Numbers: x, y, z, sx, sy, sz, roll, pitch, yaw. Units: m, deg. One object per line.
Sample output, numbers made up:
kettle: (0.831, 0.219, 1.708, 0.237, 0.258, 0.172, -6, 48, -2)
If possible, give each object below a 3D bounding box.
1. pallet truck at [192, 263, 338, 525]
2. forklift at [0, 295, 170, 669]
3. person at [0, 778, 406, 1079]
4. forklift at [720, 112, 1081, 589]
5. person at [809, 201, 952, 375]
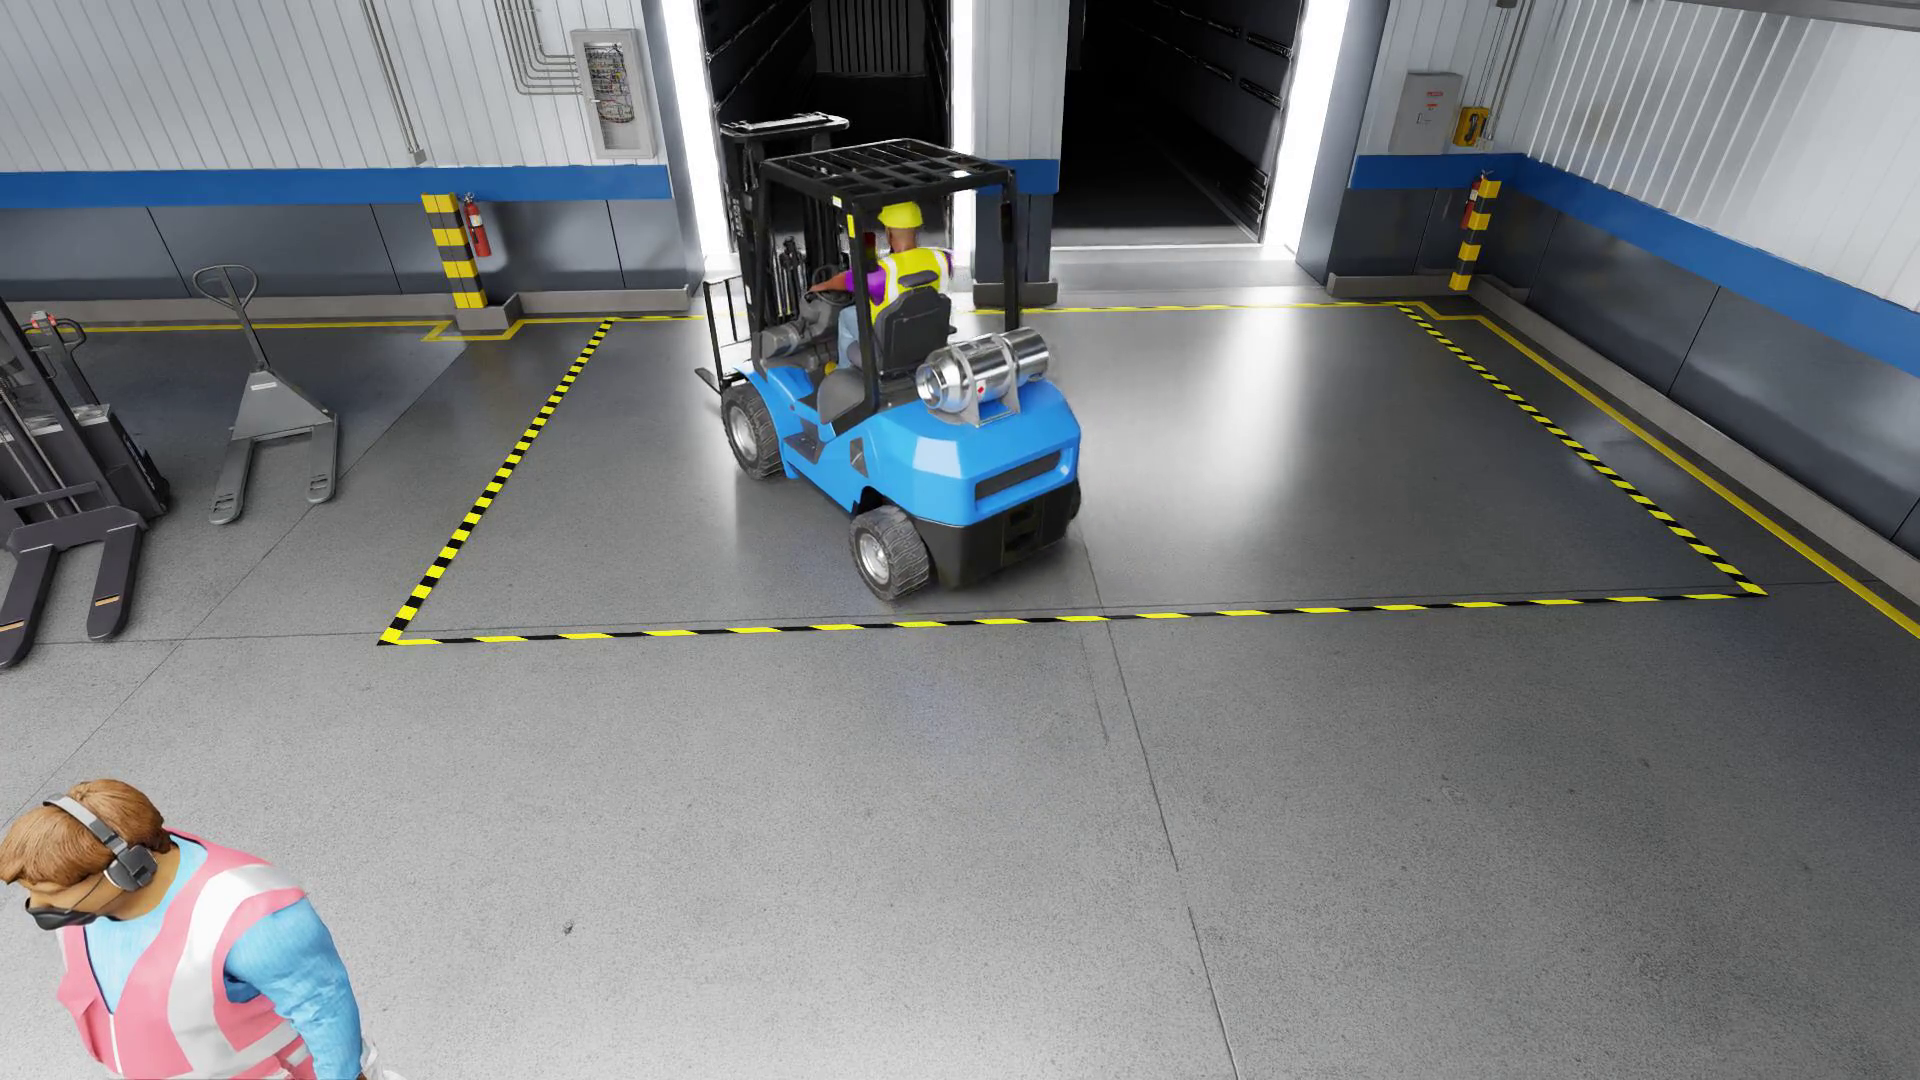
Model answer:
pallet truck: (-4.778, -1.027, 6.128, 0.680, 1.201, 1.601, -17, 38, -23)
forklift: (-5.212, -0.618, 4.878, 0.823, 1.965, 1.885, -20, 39, -26)
person: (-1.762, 1.269, 2.301, 0.619, 1.845, 0.430, 10, 36, 13)
forklift: (-0.466, -1.251, 5.477, 1.157, 2.036, 2.680, -23, 41, -30)
person: (-0.496, -1.435, 5.413, 0.635, 1.294, 1.004, -23, 41, -30)
